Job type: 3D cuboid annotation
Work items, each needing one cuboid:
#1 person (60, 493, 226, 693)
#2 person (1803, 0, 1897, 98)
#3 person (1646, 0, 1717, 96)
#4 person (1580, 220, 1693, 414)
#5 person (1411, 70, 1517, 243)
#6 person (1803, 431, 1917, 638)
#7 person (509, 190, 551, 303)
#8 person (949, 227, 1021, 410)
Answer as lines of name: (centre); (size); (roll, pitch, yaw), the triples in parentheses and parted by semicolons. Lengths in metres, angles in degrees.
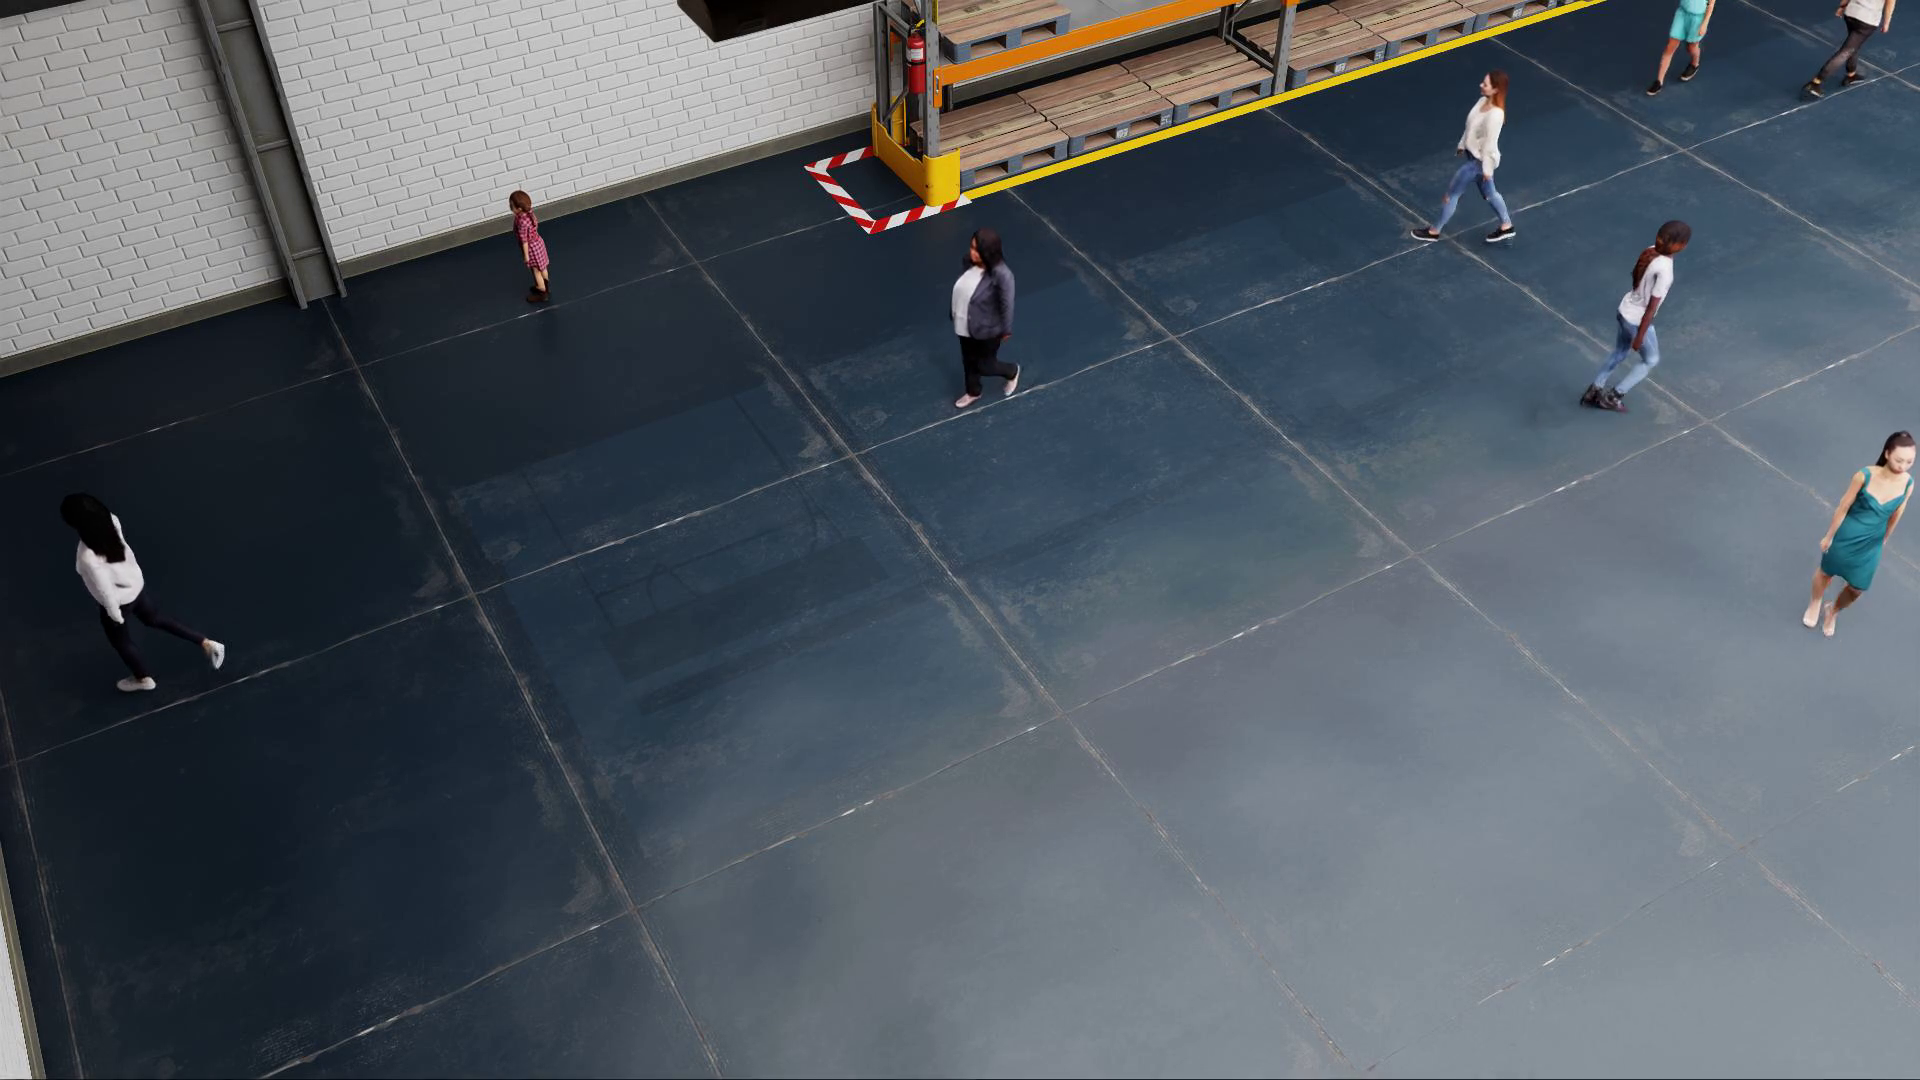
person: (-5.207, 0.332, 10.499); (1.077, 1.683, 0.915); (-1, 44, -1)
person: (8.741, -5.114, 16.215); (1.125, 1.684, 0.769); (-15, 46, -15)
person: (7.262, -5.172, 16.390); (1.083, 1.528, 0.688); (-31, 52, -28)
person: (5.037, -1.655, 12.571); (0.835, 1.703, 0.791); (2, 44, 2)
person: (4.541, -3.239, 14.272); (1.181, 1.651, 1.076); (7, 44, 7)
person: (5.874, -0.068, 10.926); (0.697, 1.673, 0.755); (13, 45, 13)
person: (-3.590, -2.469, 13.919); (0.536, 1.022, 0.493); (1, 44, 1)
person: (0.217, -1.702, 12.706); (0.862, 1.585, 0.742); (-30, 51, -28)
